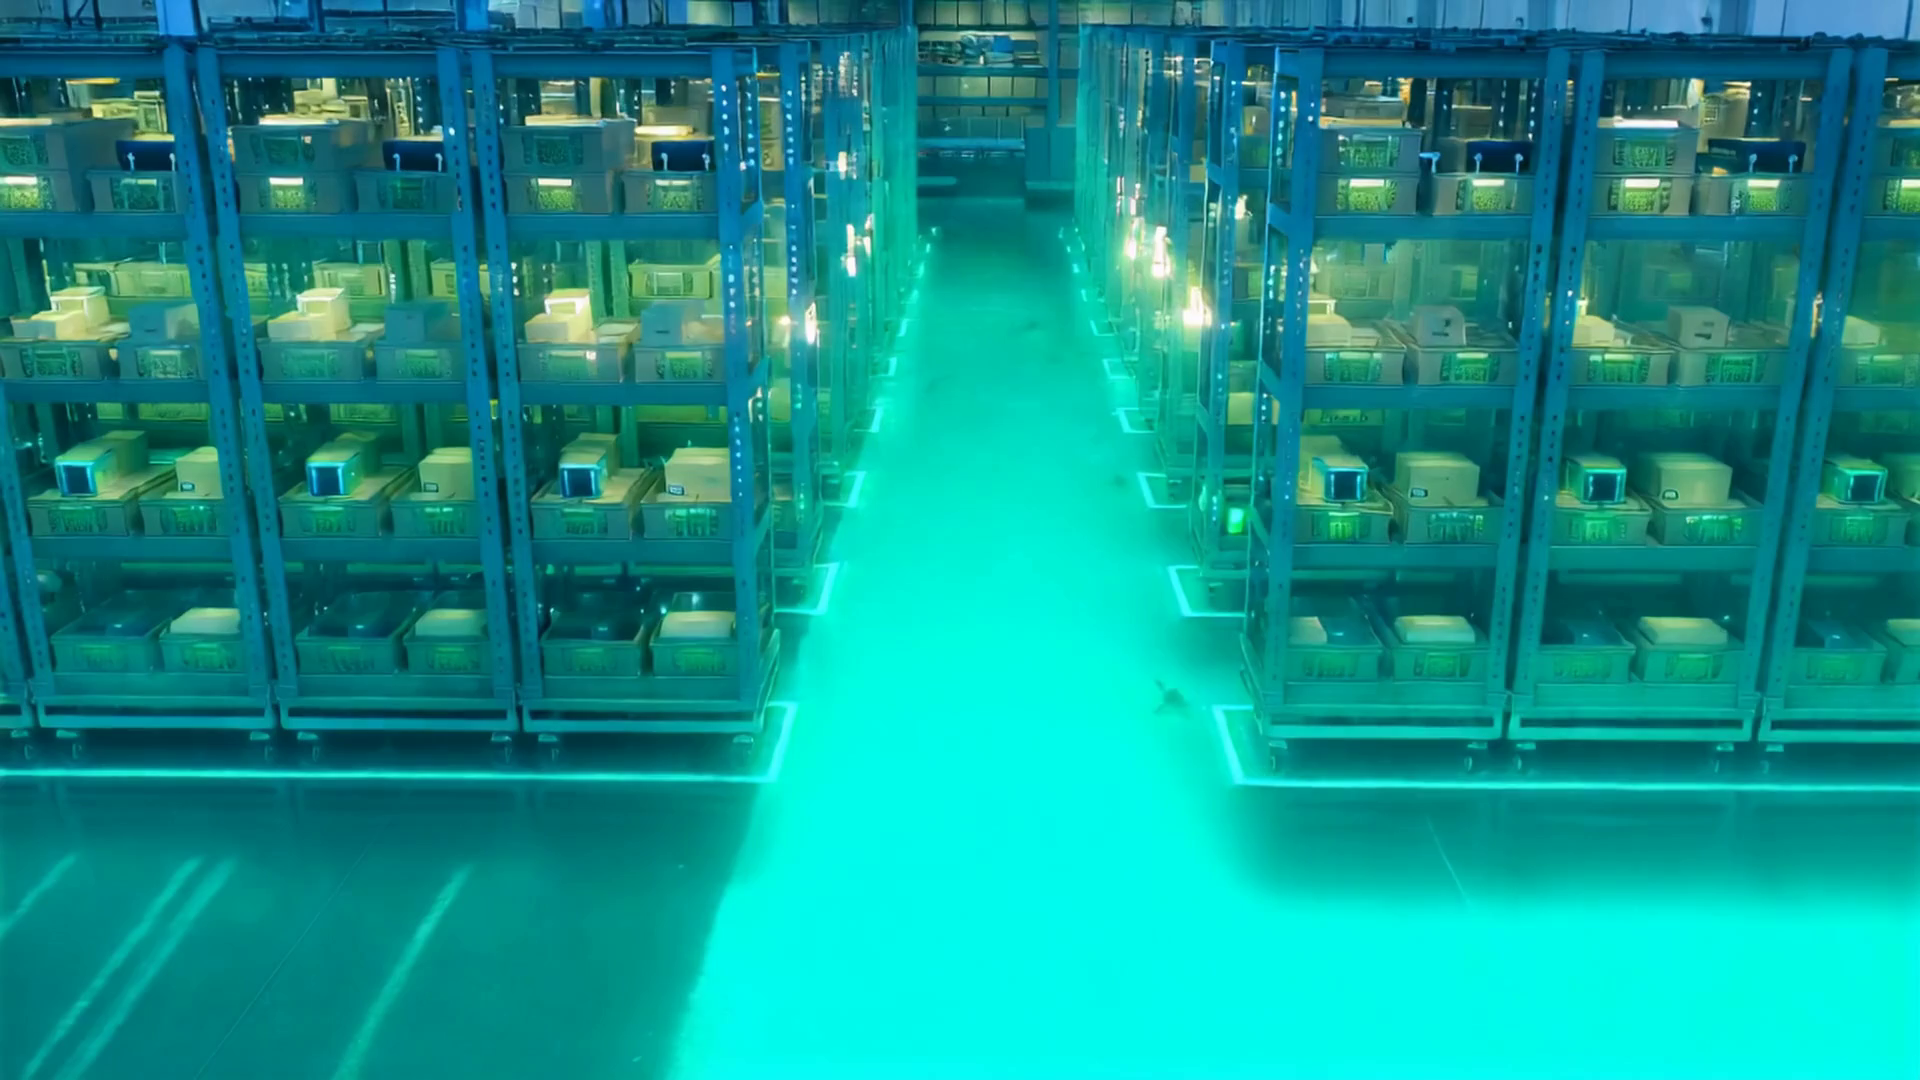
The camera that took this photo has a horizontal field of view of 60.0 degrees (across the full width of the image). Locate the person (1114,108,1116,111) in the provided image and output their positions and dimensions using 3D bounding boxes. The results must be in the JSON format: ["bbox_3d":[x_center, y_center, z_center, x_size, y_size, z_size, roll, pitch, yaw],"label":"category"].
[{"bbox_3d":[4.161,-11.136,44.963,0.314,1.768,0.527,1,17,3],"label":"person"}]
